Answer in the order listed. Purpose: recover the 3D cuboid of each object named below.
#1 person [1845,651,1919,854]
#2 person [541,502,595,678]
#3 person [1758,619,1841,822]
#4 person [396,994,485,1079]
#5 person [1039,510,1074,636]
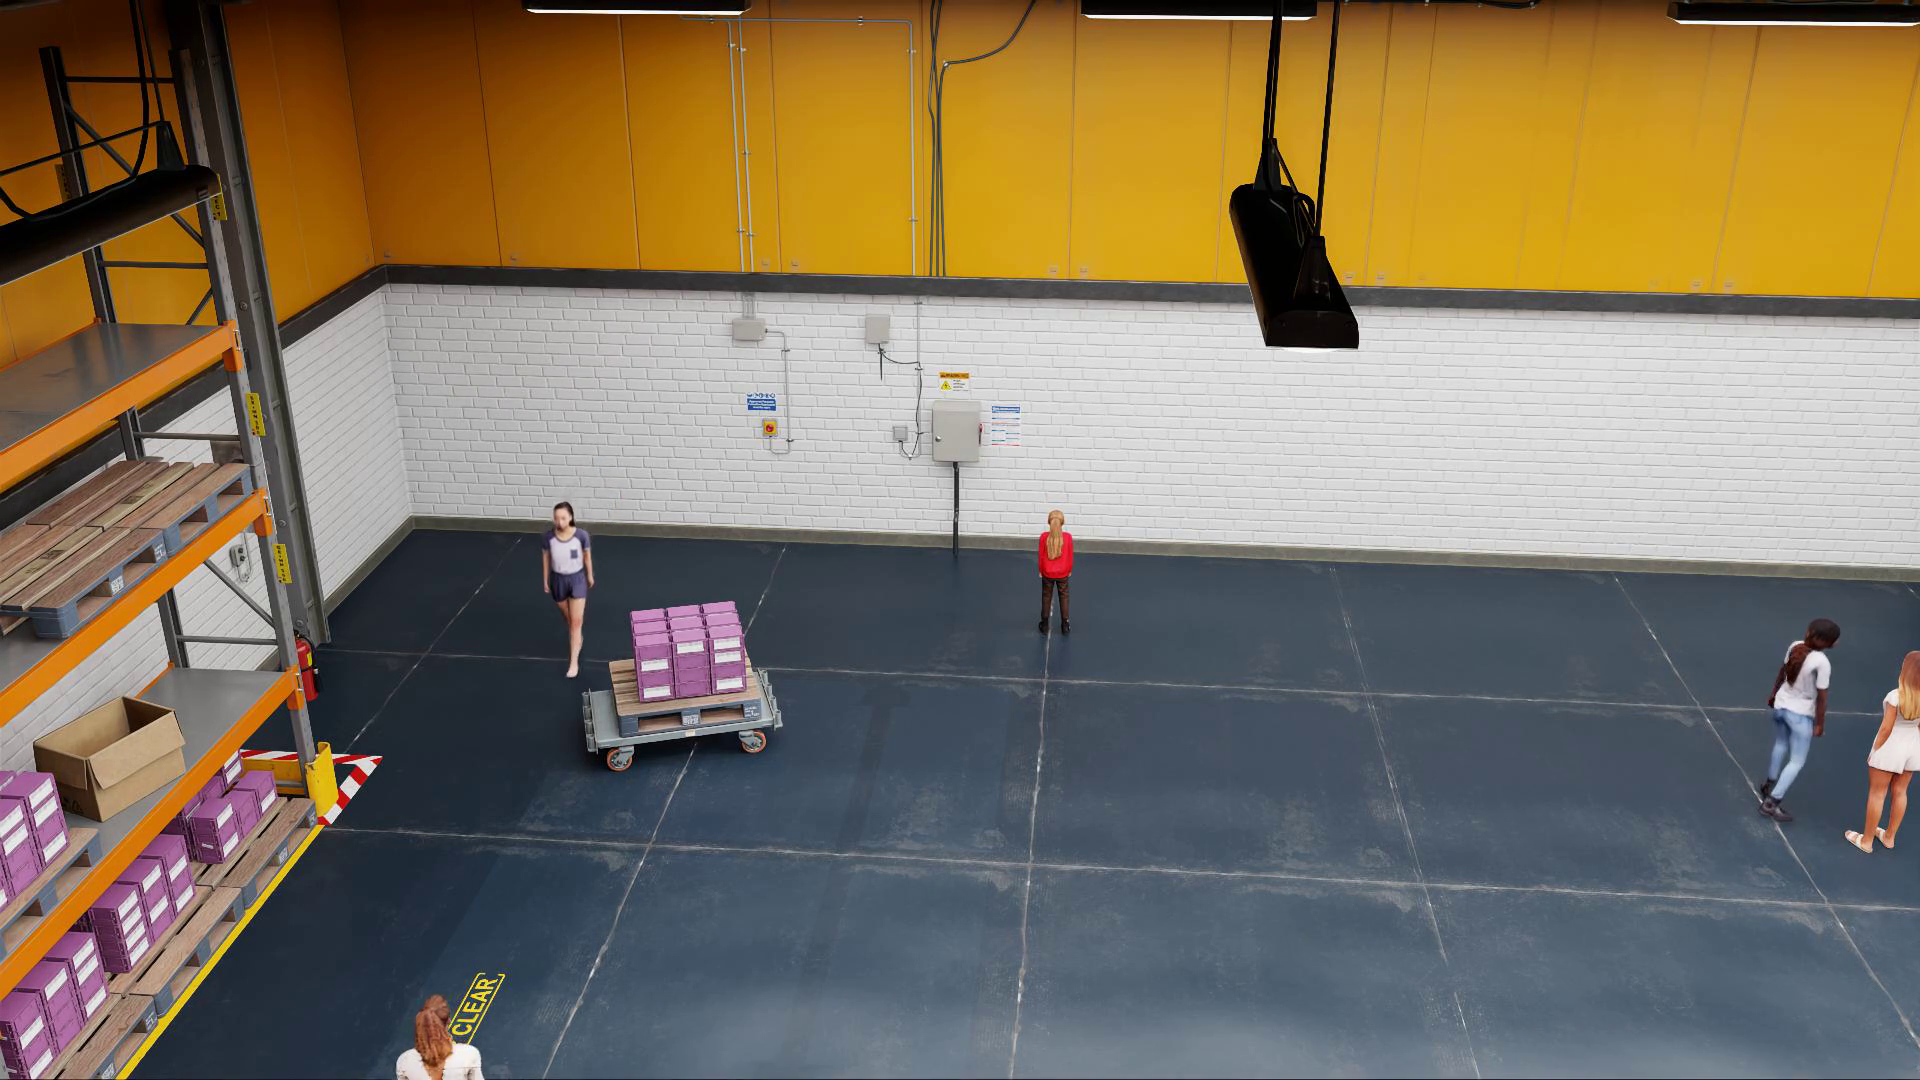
[{"bbox_3d":[7.196,1.621,12.774,0.623,1.697,0.627,-4,24,-9],"label":"person"},{"bbox_3d":[-3.678,0.404,15.670,0.650,1.607,1.039,0,24,1],"label":"person"},{"bbox_3d":[6.658,1.395,13.304,0.879,1.688,0.735,-13,27,-27],"label":"person"},{"bbox_3d":[-2.778,3.255,9.027,0.721,1.705,0.923,-3,24,-6],"label":"person"},{"bbox_3d":[0.936,0.311,16.293,0.483,1.280,0.474,1,24,3],"label":"person"}]
